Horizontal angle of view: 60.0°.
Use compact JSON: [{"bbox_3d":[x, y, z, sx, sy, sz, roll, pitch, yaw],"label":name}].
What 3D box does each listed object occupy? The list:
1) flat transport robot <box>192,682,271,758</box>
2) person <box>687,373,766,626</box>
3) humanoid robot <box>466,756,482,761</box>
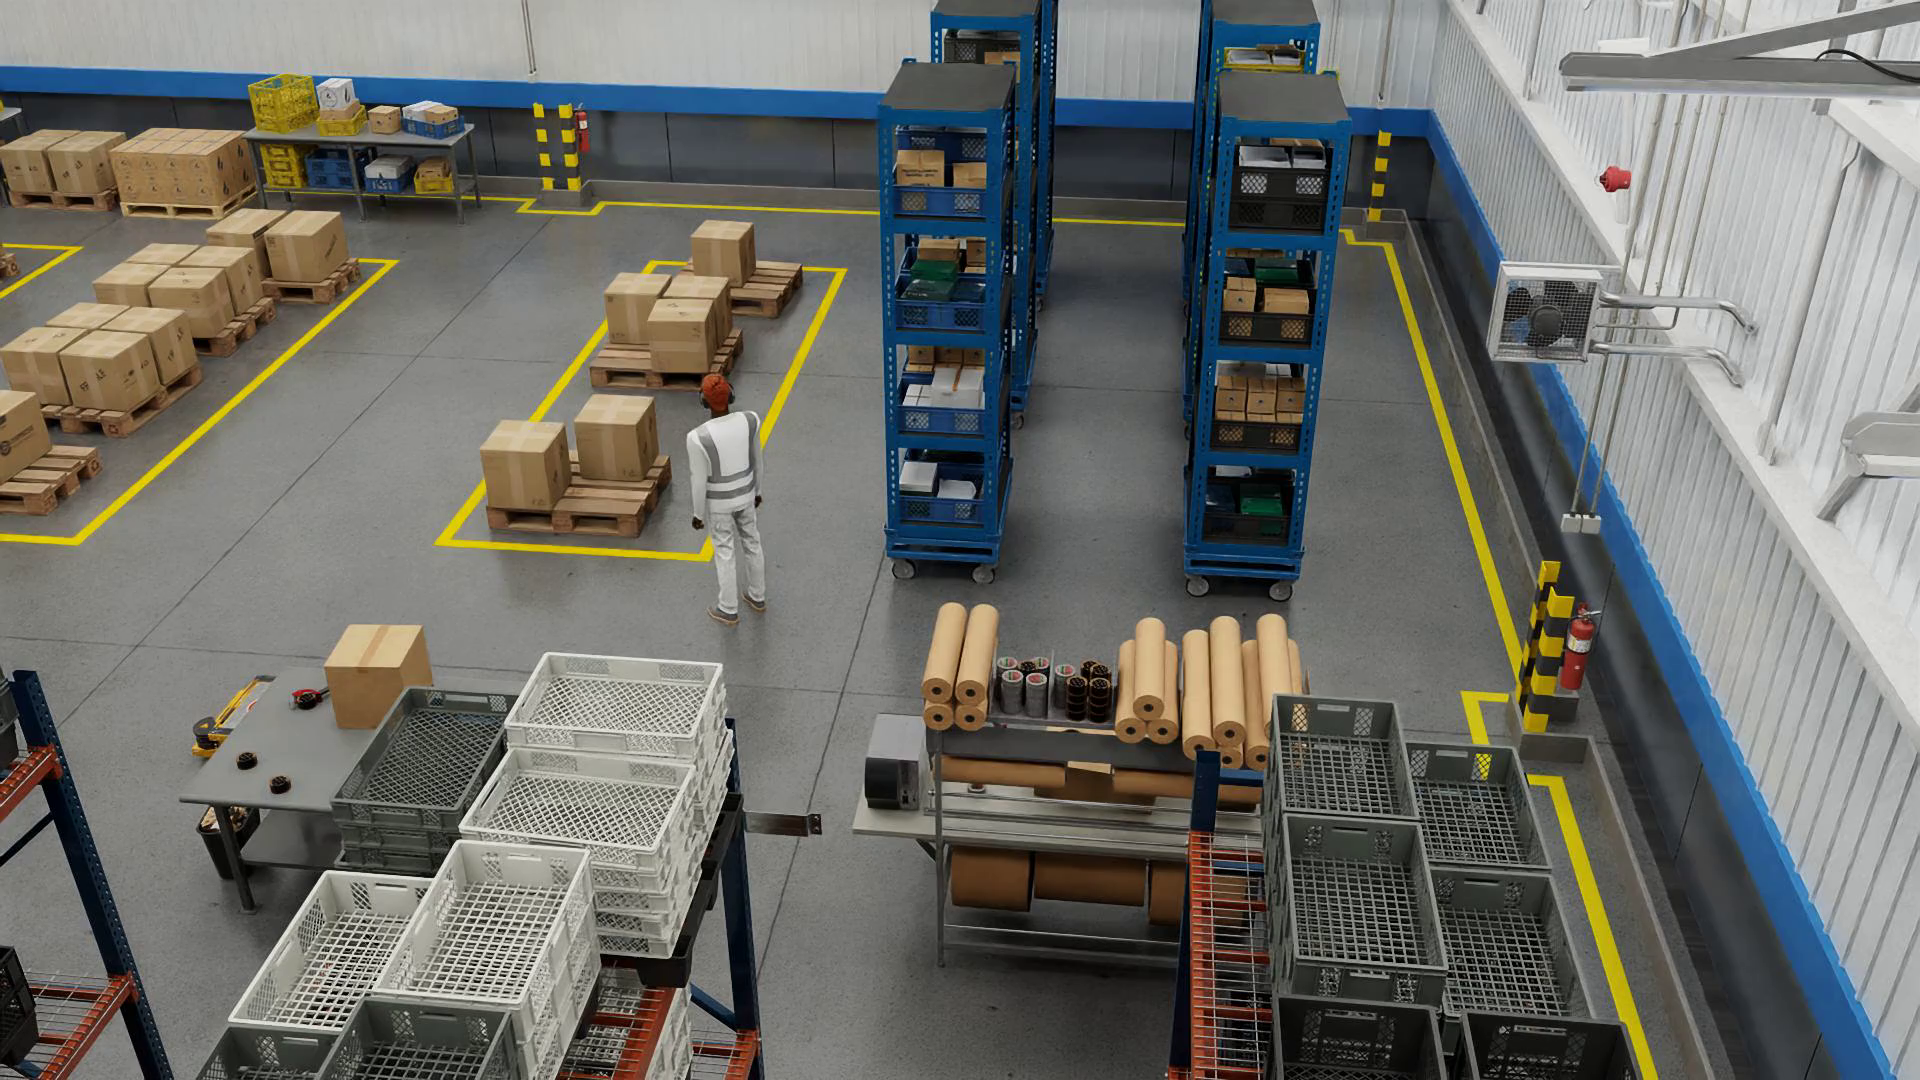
[{"bbox_3d":[-4.089,1.163,10.648,1.431,0.197,0.652,3,30,6],"label":"flat transport robot"},{"bbox_3d":[-1.611,-0.278,11.545,0.573,1.884,0.361,-22,37,-33],"label":"person"},{"bbox_3d":[-2.259,1.730,8.321,0.620,1.625,0.594,-20,36,-31],"label":"humanoid robot"}]
